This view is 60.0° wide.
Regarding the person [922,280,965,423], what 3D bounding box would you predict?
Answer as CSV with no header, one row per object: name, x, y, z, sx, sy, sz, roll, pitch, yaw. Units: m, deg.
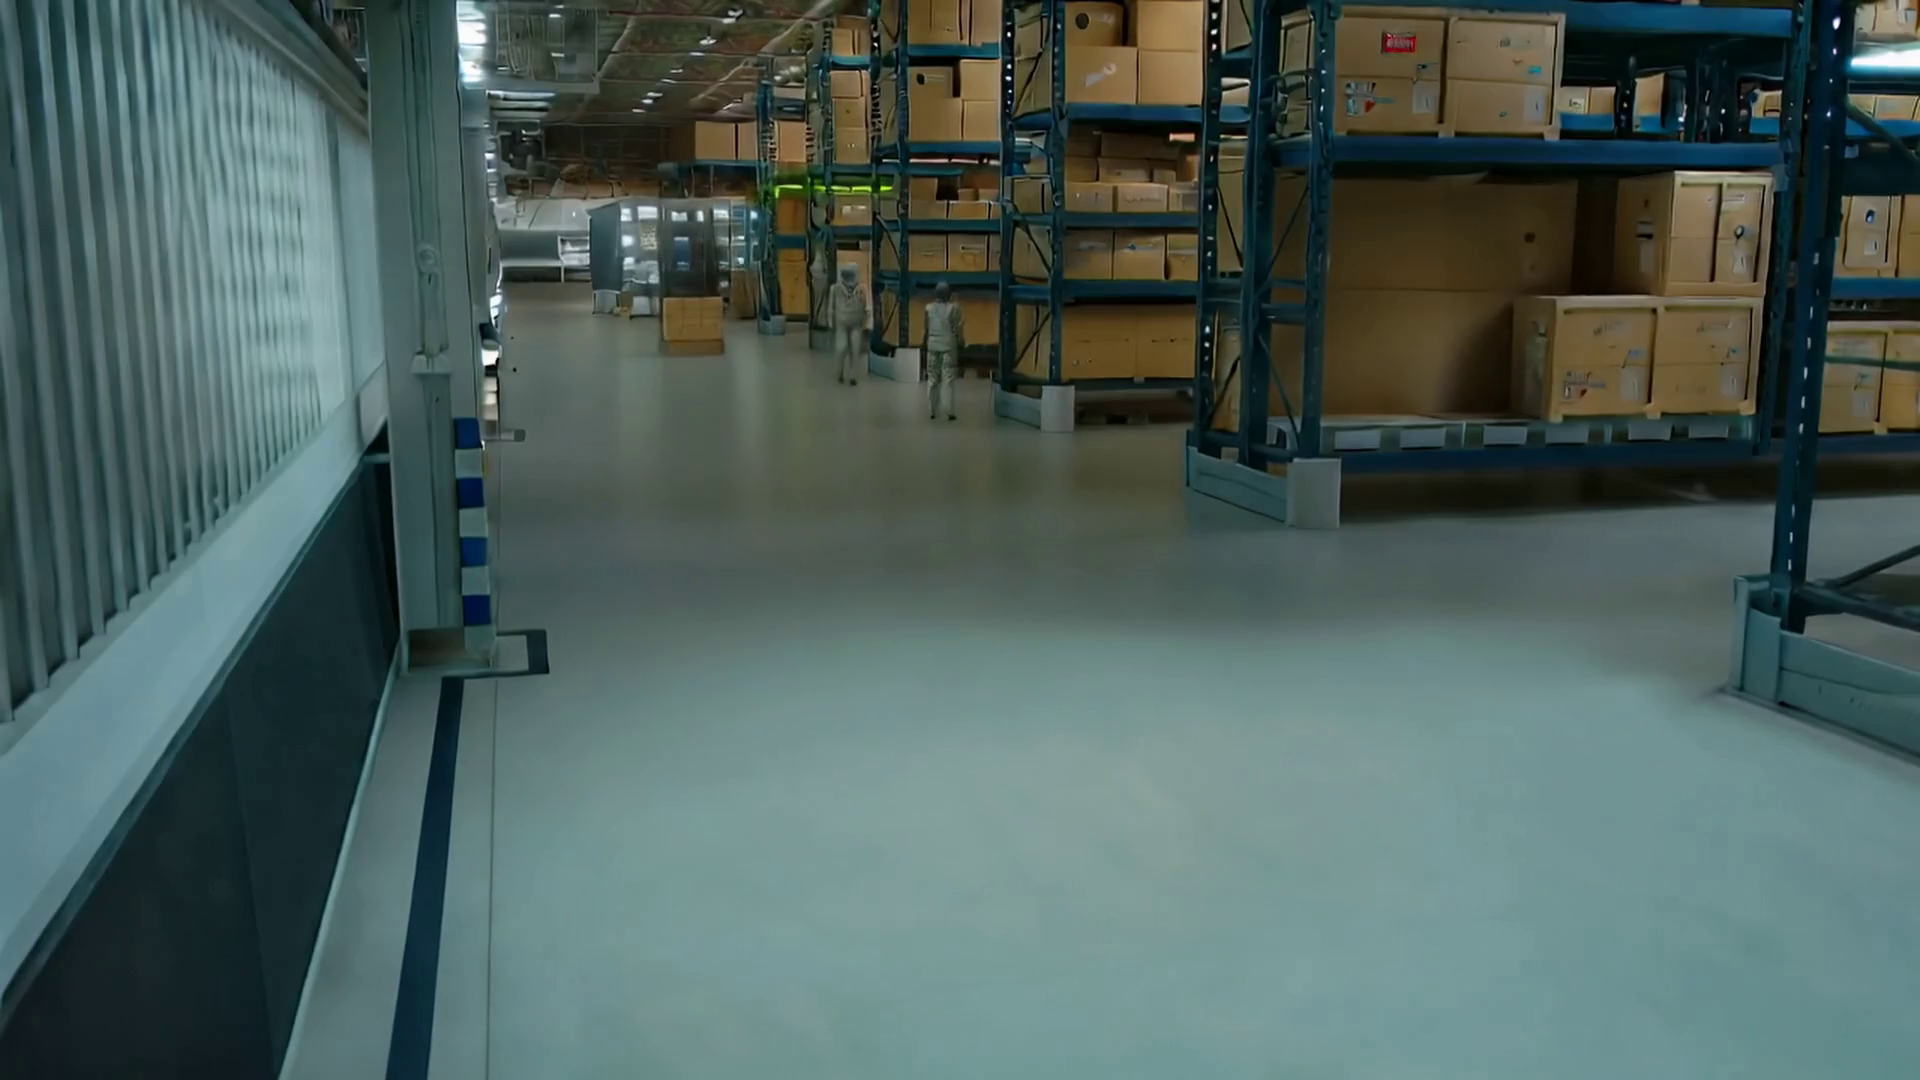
person,-0.190,-2.168,19.171,0.517,1.636,0.313,5,11,24

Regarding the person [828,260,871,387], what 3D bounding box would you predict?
person,-1.584,-3.108,23.959,0.627,1.819,0.453,-2,10,-12

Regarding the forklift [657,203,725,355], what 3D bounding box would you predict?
forklift,-5.080,-4.917,31.213,1.129,2.768,1.873,-3,10,-15
